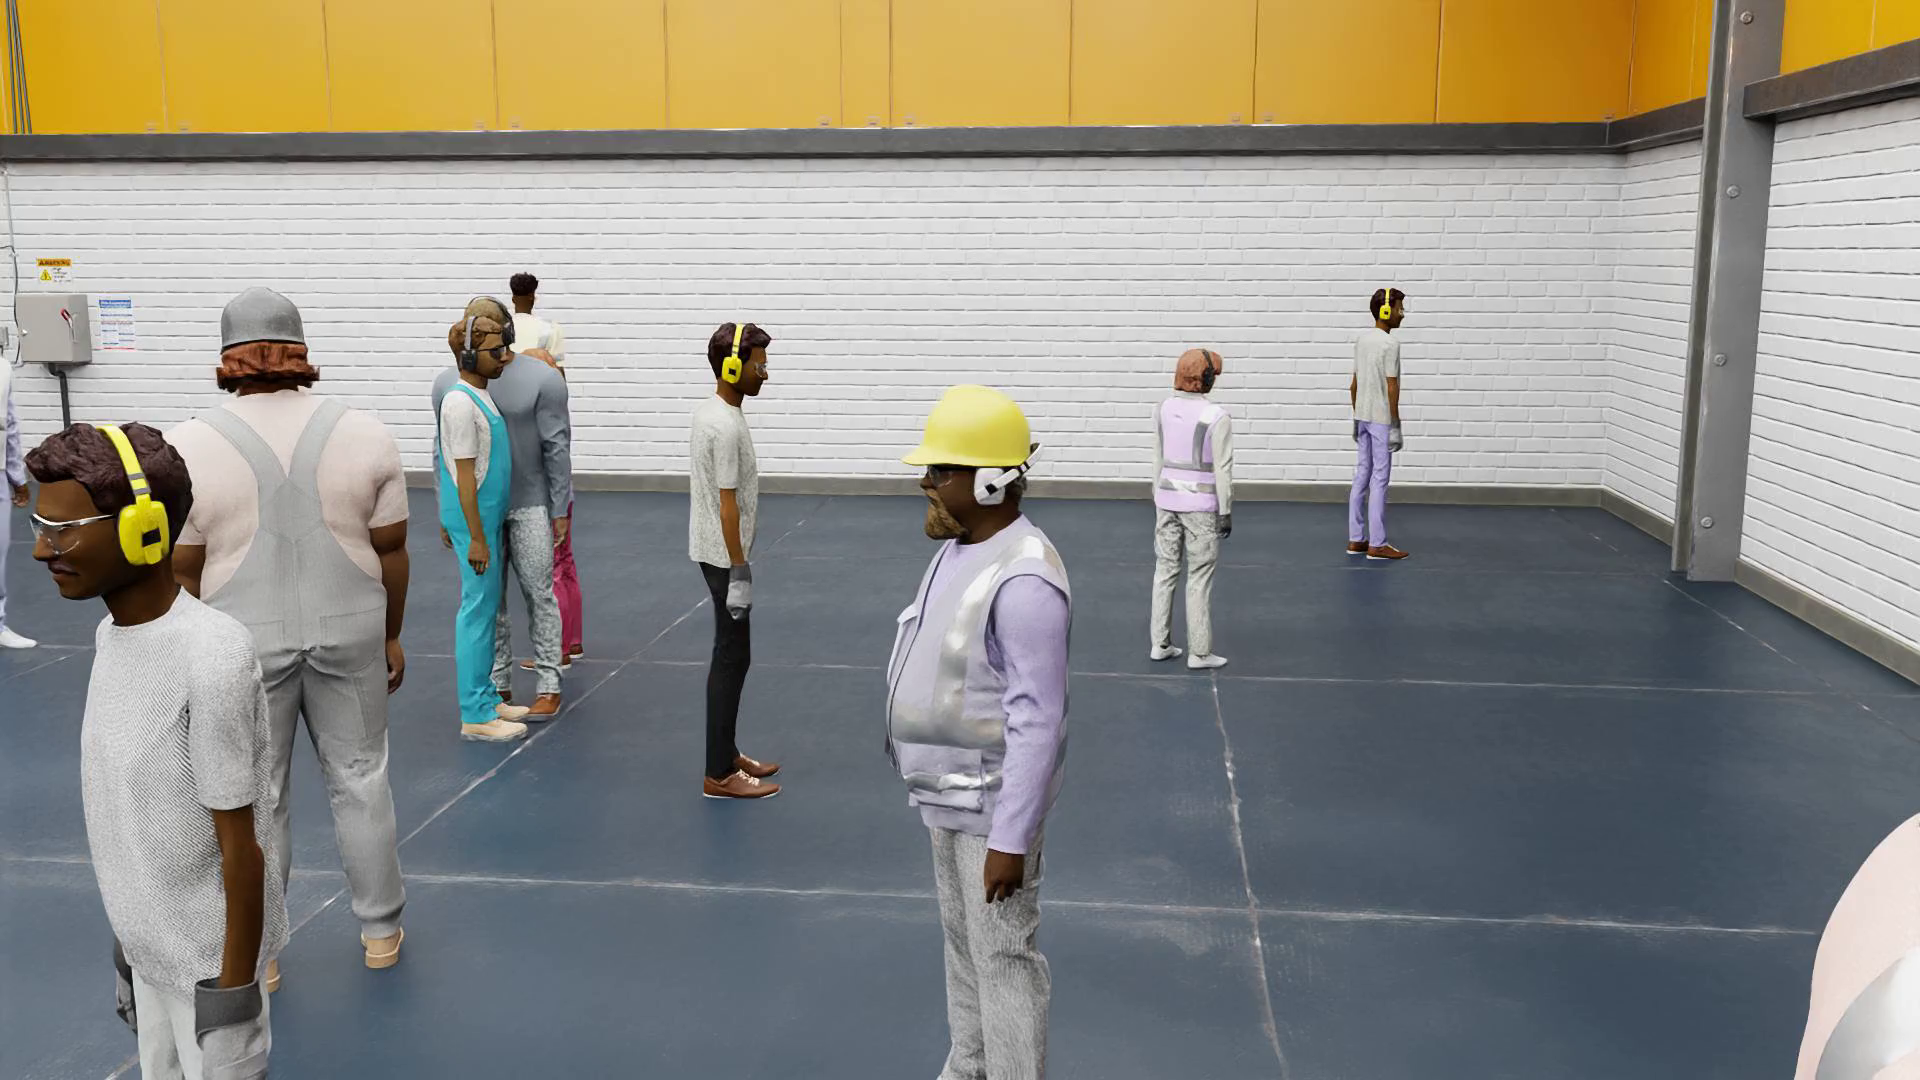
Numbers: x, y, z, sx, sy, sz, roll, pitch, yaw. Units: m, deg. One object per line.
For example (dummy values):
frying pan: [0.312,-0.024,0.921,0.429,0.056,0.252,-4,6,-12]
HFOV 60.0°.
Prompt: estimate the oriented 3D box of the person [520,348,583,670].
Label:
person: [-2.109,-0.156,8.469,0.266,1.631,0.507,1,10,6]

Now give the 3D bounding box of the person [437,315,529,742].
person: [-2.079,-0.049,7.251,0.336,1.845,0.513,-2,10,-9]

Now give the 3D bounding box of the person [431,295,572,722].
person: [-2.069,-0.136,7.531,0.641,1.927,0.386,1,10,5]

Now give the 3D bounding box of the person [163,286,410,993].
person: [-1.956,0.277,4.826,0.676,2.000,0.536,-6,11,-29]

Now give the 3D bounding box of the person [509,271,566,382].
person: [-3.317,-1.067,12.749,0.614,1.966,0.361,-1,10,-5]

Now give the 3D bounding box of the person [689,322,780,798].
person: [-0.873,0.088,6.454,0.347,1.856,0.525,-2,10,-14]

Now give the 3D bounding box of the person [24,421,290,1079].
person: [-1.297,0.728,2.775,0.510,1.861,0.324,9,13,42]

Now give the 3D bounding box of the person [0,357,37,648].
person: [-5.151,-0.325,8.657,0.383,1.909,0.589,3,10,16]

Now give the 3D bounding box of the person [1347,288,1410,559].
person: [2.897,-0.803,11.520,0.336,1.864,0.521,-3,10,-18]

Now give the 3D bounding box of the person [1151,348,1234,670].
person: [1.171,-0.156,8.477,0.313,1.632,0.516,-9,13,-41]

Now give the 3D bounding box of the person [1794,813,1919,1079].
person: [0.993,0.944,1.609,0.430,1.840,0.633,5,11,27]

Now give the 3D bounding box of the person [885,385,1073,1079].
person: [0.034,0.564,3.777,0.403,1.833,0.586,-3,10,-17]
